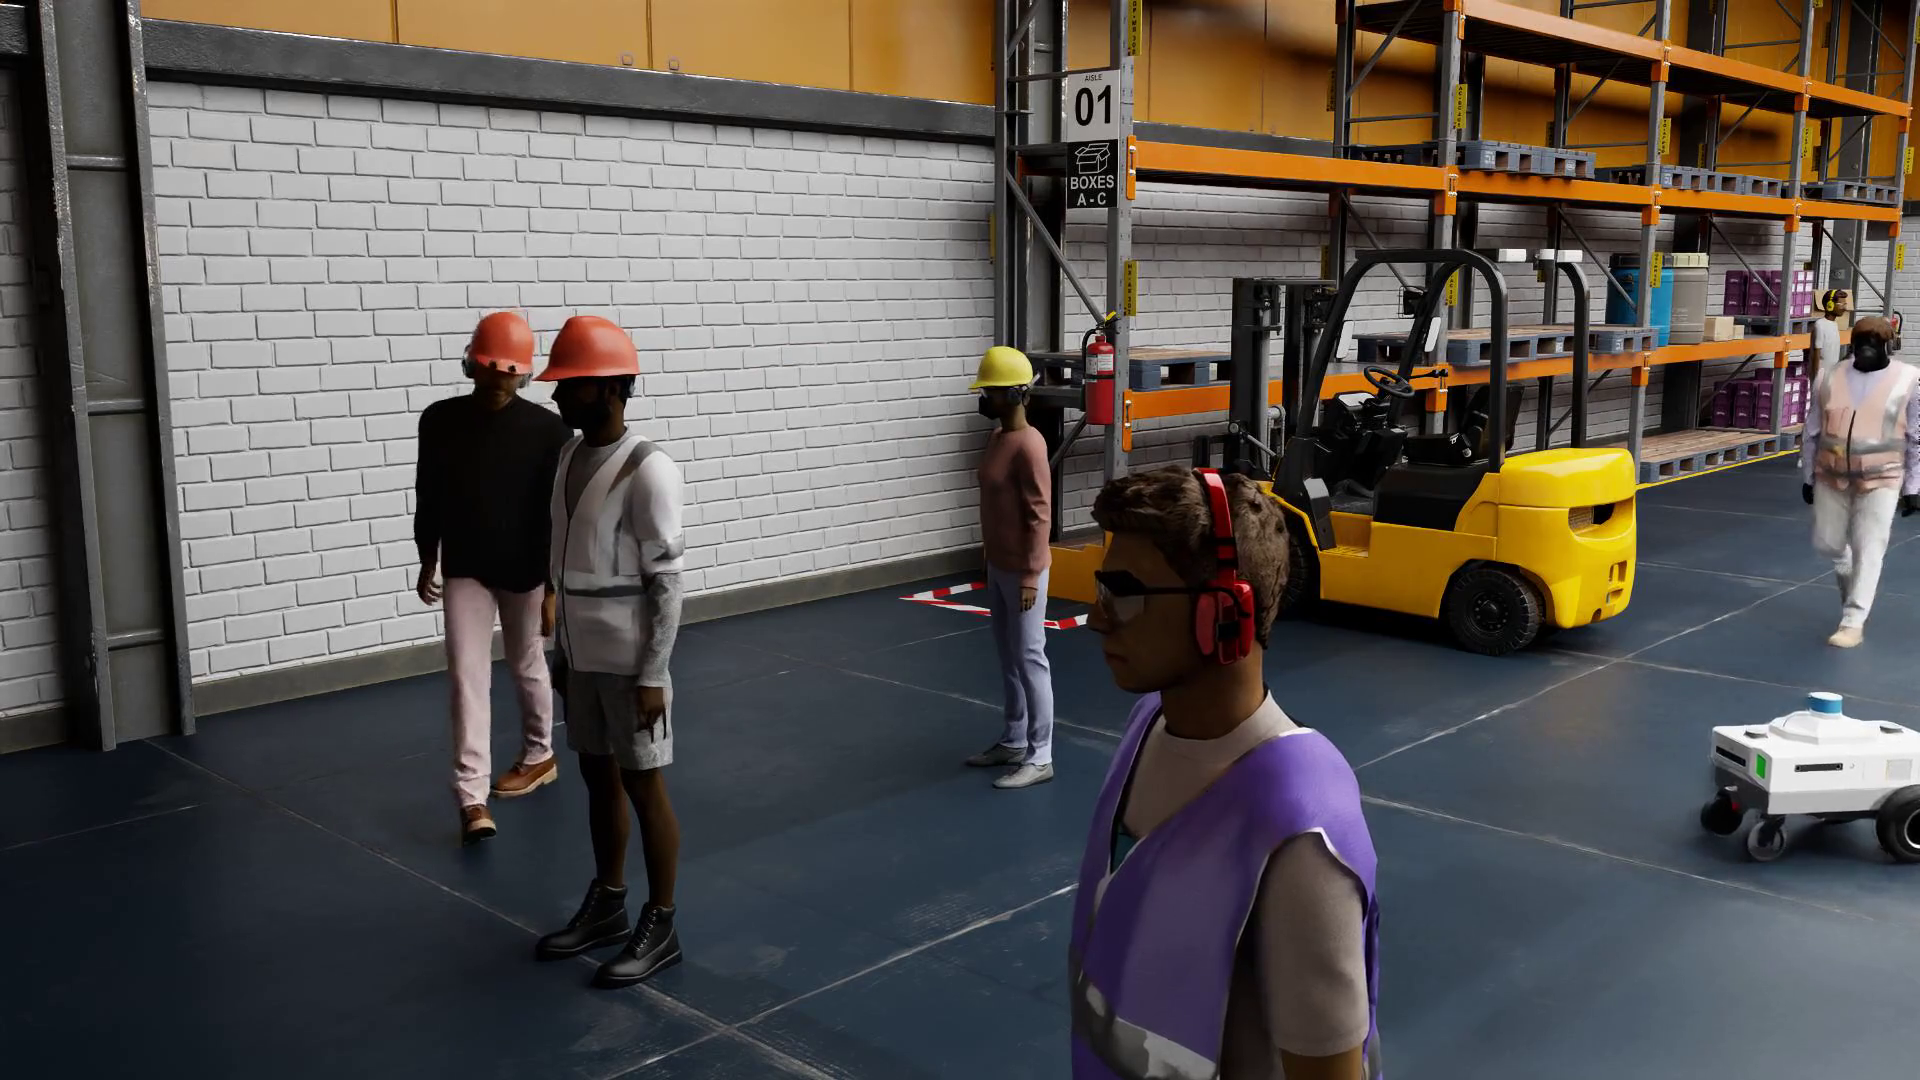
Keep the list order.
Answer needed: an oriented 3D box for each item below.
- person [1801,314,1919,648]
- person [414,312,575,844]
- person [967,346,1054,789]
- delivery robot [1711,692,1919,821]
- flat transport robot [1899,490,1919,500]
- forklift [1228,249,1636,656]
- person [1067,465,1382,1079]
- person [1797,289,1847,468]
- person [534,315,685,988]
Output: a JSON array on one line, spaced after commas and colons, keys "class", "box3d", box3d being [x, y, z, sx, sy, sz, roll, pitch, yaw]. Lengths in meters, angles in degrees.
[{"class": "person", "box3d": [5.013, -0.337, 9.225, 0.623, 1.827, 0.643, -9, 13, -42]}, {"class": "person", "box3d": [-1.737, 0.119, 6.166, 0.670, 1.912, 1.013, 0, 9, 0]}, {"class": "person", "box3d": [0.193, 0.111, 6.673, 0.327, 1.767, 0.533, -3, 10, -17]}, {"class": "delivery robot", "box3d": [3.074, 0.788, 5.939, 0.707, 0.478, 0.477, -1, 9, -7]}, {"class": "flat transport robot", "box3d": [8.558, -0.432, 14.571, 0.652, 0.197, 1.431, 0, 9, 3]}, {"class": "forklift", "box3d": [2.710, -0.584, 9.626, 2.313, 2.155, 1.214, 9, 13, 43]}, {"class": "person", "box3d": [0.310, 0.825, 2.057, 0.377, 1.841, 0.569, -2, 9, -12]}, {"class": "person", "box3d": [8.977, -1.664, 17.279, 0.513, 1.861, 0.322, -9, 13, -42]}, {"class": "person", "box3d": [-1.028, 0.324, 4.834, 0.365, 1.939, 0.542, -9, 13, -44]}]
